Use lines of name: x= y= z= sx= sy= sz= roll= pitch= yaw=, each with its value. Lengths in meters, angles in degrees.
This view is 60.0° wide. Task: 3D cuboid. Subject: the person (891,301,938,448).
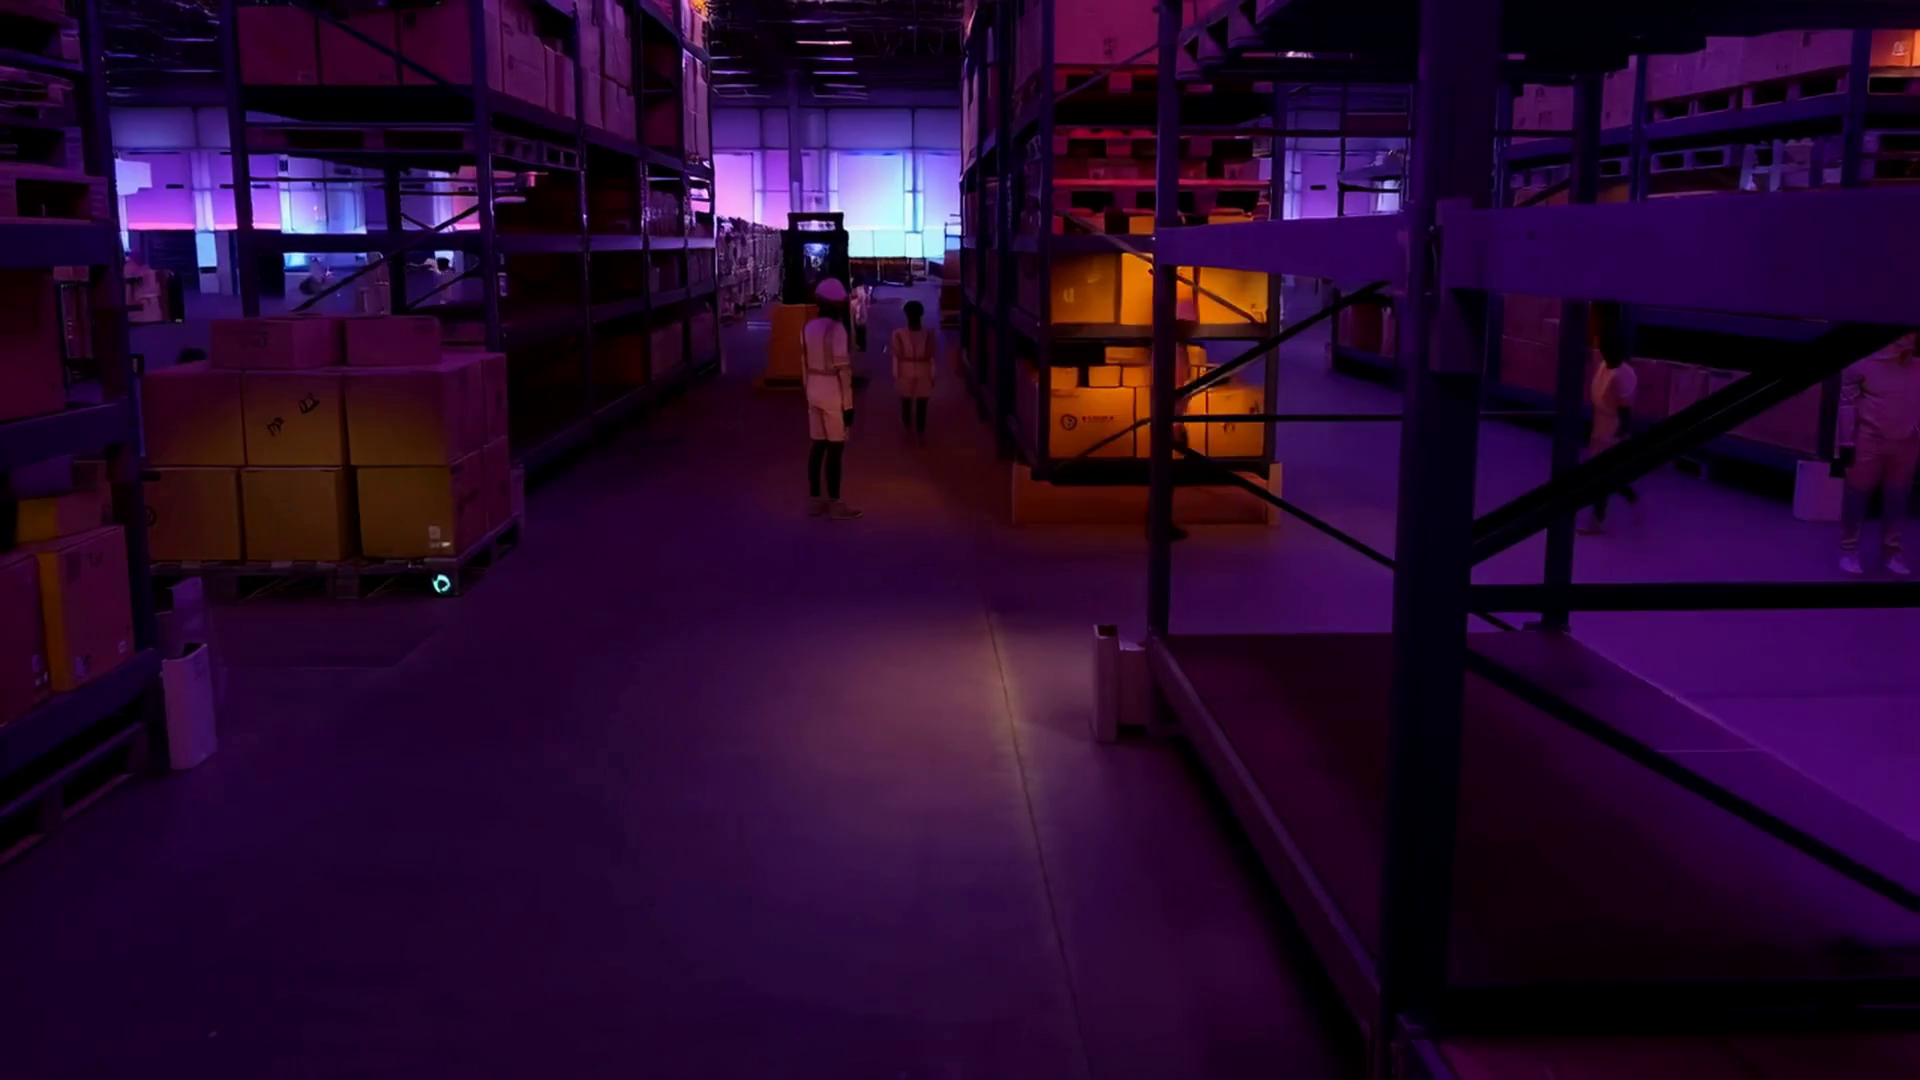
person: x=-0.525 y=-1.915 z=19.149 sx=0.538 sy=1.681 sz=0.652 roll=0 pitch=10 yaw=-1

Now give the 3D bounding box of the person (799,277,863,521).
person: x=-1.092 y=-1.184 z=14.048 sx=0.385 sy=2.045 sz=0.605 roll=-8 pitch=13 yaw=-39

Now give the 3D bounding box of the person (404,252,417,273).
person: x=-18.486 y=-8.585 z=55.286 sx=0.709 sy=2.000 sz=0.974 roll=8 pitch=13 yaw=36

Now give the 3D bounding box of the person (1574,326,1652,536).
person: x=5.194 y=-0.850 z=13.185 sx=0.479 sy=1.678 sz=0.543 roll=-1 pitch=10 yaw=-4

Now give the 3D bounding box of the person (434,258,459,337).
person: x=-12.759 y=-5.959 z=40.971 sx=0.865 sy=1.930 sz=0.619 roll=1 pitch=10 yaw=5

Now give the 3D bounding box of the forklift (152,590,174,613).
forklift: x=-5.858 y=-0.811 z=9.639 sx=1.873 sy=2.768 sz=1.129 roll=-1 pitch=10 yaw=-3

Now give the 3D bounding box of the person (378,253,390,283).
person: x=-21.558 y=-9.783 z=62.317 sx=0.400 sy=1.919 sz=0.581 roll=1 pitch=10 yaw=5

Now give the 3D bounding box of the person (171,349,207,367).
person: x=-5.482 y=-0.548 z=11.738 sx=0.797 sy=1.600 sz=0.500 roll=1 pitch=10 yaw=5

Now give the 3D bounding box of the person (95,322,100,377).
person: x=-14.452 y=-3.554 z=28.204 sx=0.815 sy=1.716 sz=0.533 roll=6 pitch=12 yaw=29

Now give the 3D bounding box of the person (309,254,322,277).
person: x=-25.990 y=-10.645 z=67.354 sx=0.632 sy=1.825 sz=0.652 roll=-9 pitch=14 yaw=-42

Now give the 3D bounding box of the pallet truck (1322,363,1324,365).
pallet truck: x=7.712 y=-4.157 z=30.737 sx=1.885 sy=1.965 sz=0.823 roll=3 pitch=11 yaw=16

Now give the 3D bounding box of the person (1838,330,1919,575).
person: x=6.542 y=-0.694 z=11.735 sx=0.642 sy=1.900 sz=0.401 roll=0 pitch=10 yaw=2

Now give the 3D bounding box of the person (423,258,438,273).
person: x=-14.495 y=-6.807 z=45.761 sx=0.761 sy=1.913 sz=0.550 roll=5 pitch=11 yaw=27

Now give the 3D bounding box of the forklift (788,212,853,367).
forklift: x=-2.389 y=-4.107 z=28.000 sx=1.129 sy=2.768 sz=1.873 roll=0 pitch=10 yaw=-2

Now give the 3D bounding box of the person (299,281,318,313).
person: x=-11.839 y=-3.913 z=30.390 sx=0.414 sy=1.625 sz=0.533 roll=0 pitch=10 yaw=3

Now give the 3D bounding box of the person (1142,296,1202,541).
person: x=1.671 y=-0.940 z=13.011 sx=0.417 sy=1.921 sz=0.576 roll=0 pitch=10 yaw=-1

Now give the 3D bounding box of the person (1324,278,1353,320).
person: x=7.821 y=-4.747 z=34.319 sx=0.629 sy=1.886 sz=0.990 roll=5 pitch=11 yaw=25

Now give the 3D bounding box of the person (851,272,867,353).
person: x=-2.148 y=-4.802 z=35.166 sx=0.318 sy=1.695 sz=0.539 roll=-4 pitch=11 yaw=-23
